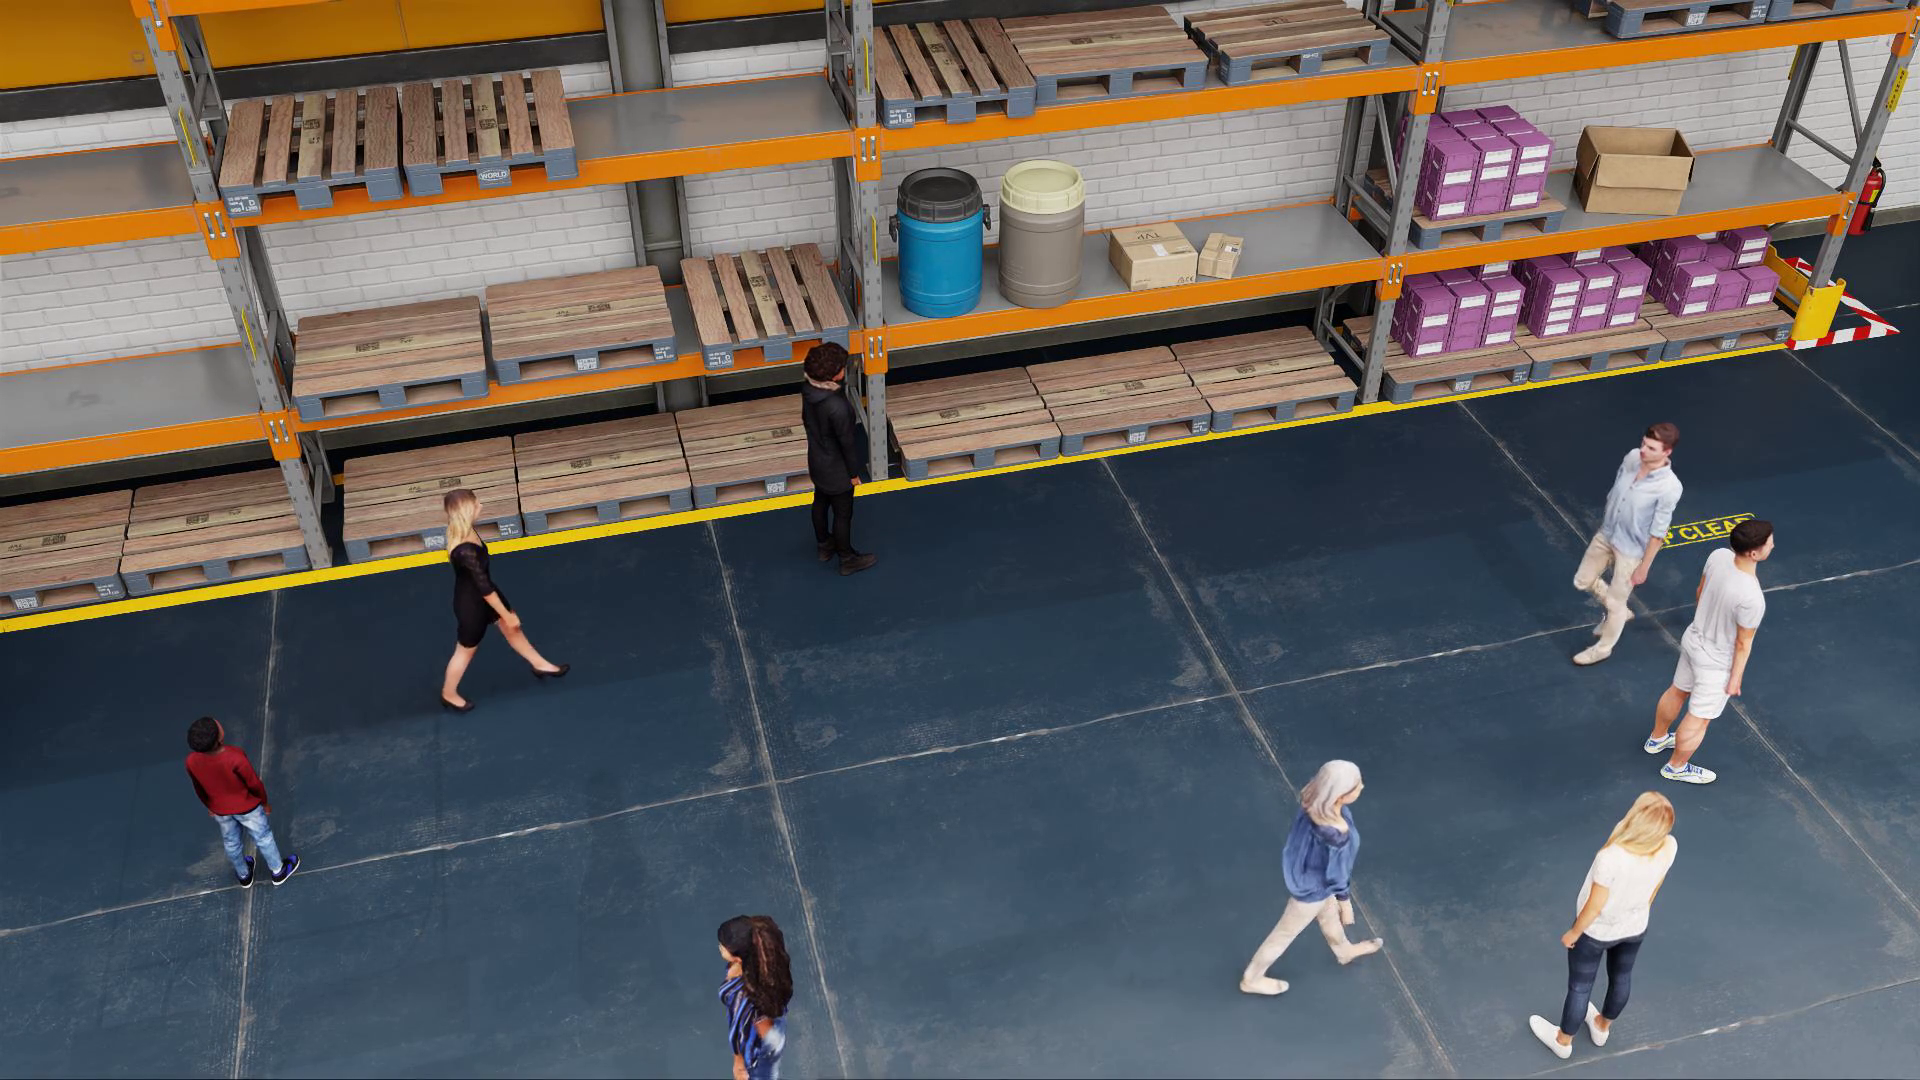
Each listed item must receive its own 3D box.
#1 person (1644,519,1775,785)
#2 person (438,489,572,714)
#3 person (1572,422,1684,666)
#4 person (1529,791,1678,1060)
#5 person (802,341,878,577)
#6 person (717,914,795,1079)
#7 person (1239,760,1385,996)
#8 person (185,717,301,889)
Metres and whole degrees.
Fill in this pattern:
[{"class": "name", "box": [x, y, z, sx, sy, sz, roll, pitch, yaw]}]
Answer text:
[{"class": "person", "box": [4.345, 0.626, 9.606, 0.611, 1.855, 0.717, -4, 39, -5]}, {"class": "person", "box": [-2.998, 0.434, 10.033, 1.038, 1.624, 0.579, -11, 40, -13]}, {"class": "person", "box": [4.239, 0.015, 10.386, 0.722, 1.836, 0.681, -12, 40, -15]}, {"class": "person", "box": [3.169, 1.883, 8.069, 0.441, 1.809, 0.649, -11, 40, -13]}, {"class": "person", "box": [-0.856, -0.539, 11.125, 0.736, 1.779, 0.725, -29, 47, -31]}, {"class": "person", "box": [-0.859, 2.311, 7.697, 1.023, 1.605, 0.810, 4, 39, 5]}, {"class": "person", "box": [1.680, 1.735, 8.380, 1.077, 1.663, 0.747, -3, 39, -4]}, {"class": "person", "box": [-3.959, 1.430, 9.079, 0.485, 1.256, 0.606, -1, 39, -2]}]
